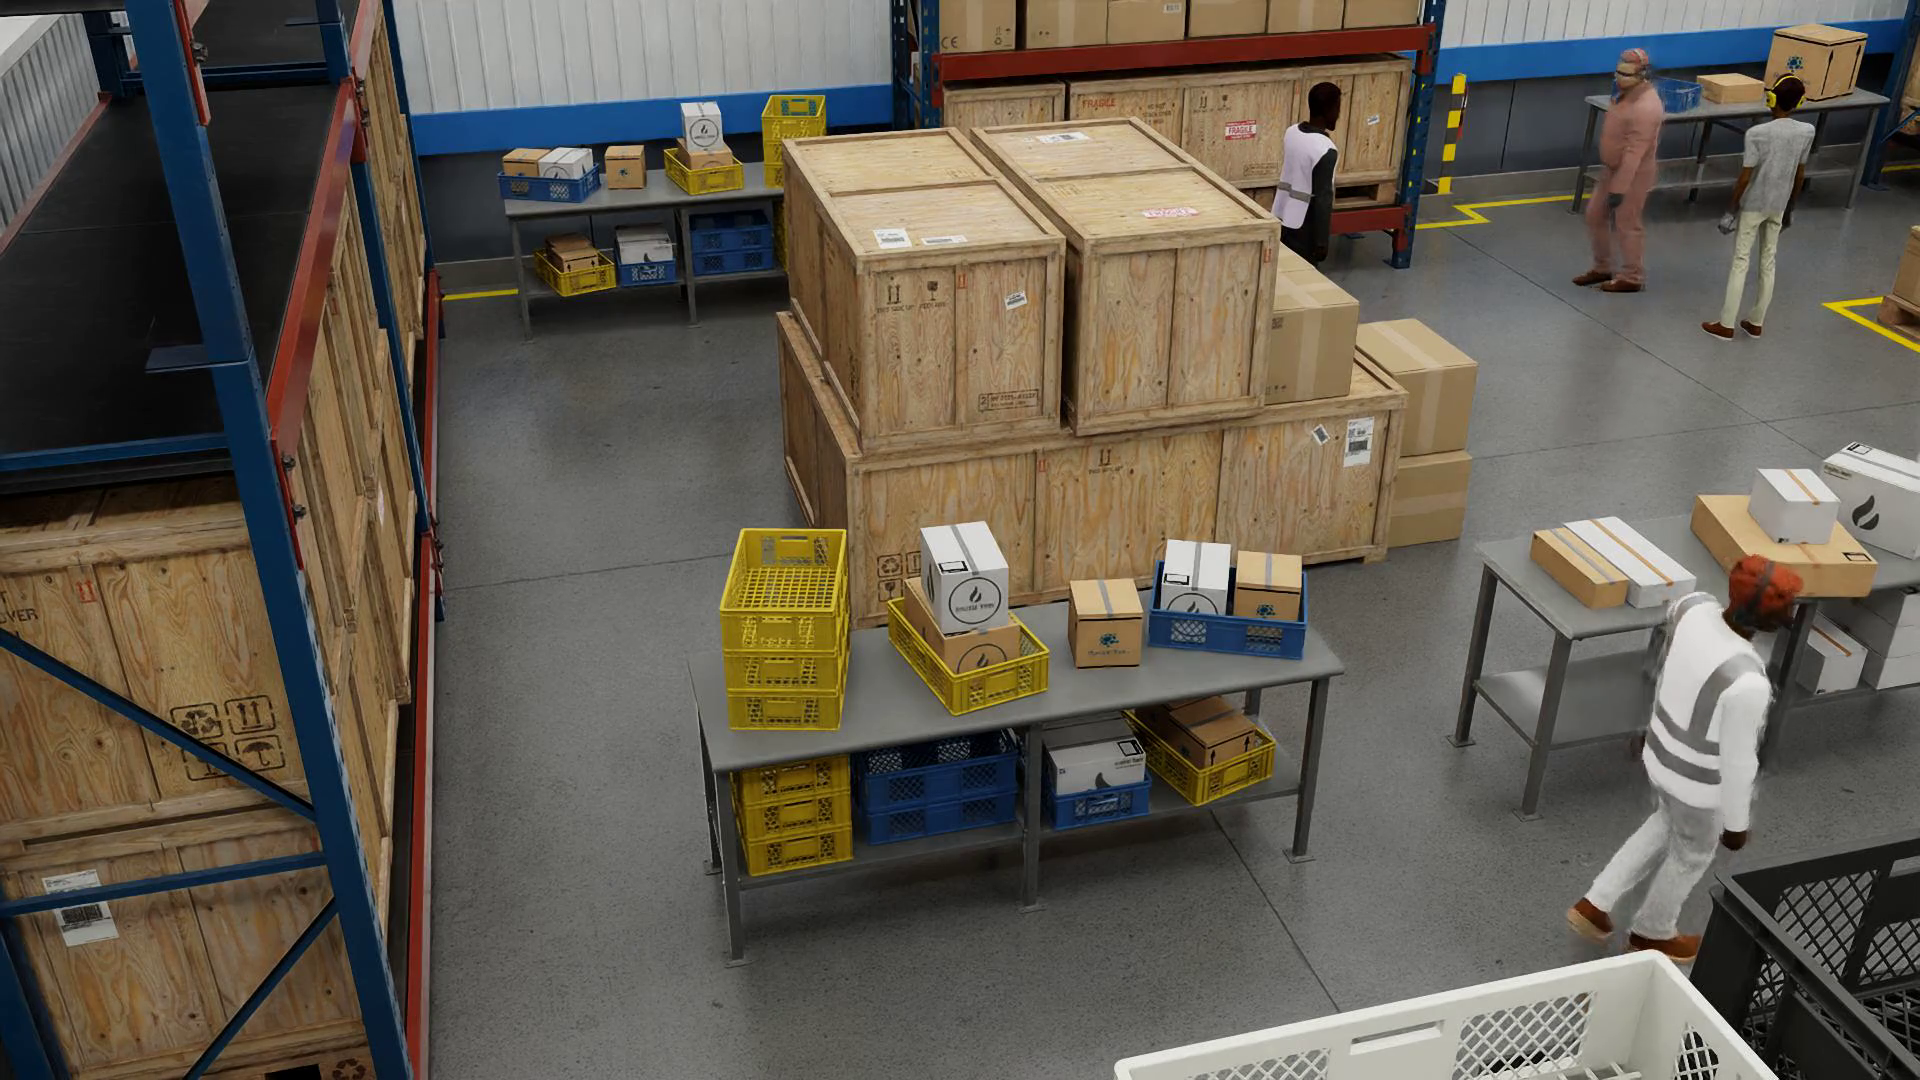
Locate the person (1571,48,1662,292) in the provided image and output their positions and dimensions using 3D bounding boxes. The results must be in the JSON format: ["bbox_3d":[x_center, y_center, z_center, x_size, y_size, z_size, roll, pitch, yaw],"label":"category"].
[{"bbox_3d":[4.983,-2.727,12.403,0.595,1.858,0.667,0,29,0],"label":"person"}]

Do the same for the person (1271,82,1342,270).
[{"bbox_3d":[2.325,-2.143,11.296,0.380,1.912,0.592,-8,30,-15],"label":"person"}]

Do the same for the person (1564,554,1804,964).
[{"bbox_3d":[2.606,0.823,5.970,0.553,1.858,0.633,-2,29,-4],"label":"person"}]

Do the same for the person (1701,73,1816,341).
[{"bbox_3d":[5.599,-2.312,11.637,0.518,1.874,0.327,-3,29,-5],"label":"person"}]
